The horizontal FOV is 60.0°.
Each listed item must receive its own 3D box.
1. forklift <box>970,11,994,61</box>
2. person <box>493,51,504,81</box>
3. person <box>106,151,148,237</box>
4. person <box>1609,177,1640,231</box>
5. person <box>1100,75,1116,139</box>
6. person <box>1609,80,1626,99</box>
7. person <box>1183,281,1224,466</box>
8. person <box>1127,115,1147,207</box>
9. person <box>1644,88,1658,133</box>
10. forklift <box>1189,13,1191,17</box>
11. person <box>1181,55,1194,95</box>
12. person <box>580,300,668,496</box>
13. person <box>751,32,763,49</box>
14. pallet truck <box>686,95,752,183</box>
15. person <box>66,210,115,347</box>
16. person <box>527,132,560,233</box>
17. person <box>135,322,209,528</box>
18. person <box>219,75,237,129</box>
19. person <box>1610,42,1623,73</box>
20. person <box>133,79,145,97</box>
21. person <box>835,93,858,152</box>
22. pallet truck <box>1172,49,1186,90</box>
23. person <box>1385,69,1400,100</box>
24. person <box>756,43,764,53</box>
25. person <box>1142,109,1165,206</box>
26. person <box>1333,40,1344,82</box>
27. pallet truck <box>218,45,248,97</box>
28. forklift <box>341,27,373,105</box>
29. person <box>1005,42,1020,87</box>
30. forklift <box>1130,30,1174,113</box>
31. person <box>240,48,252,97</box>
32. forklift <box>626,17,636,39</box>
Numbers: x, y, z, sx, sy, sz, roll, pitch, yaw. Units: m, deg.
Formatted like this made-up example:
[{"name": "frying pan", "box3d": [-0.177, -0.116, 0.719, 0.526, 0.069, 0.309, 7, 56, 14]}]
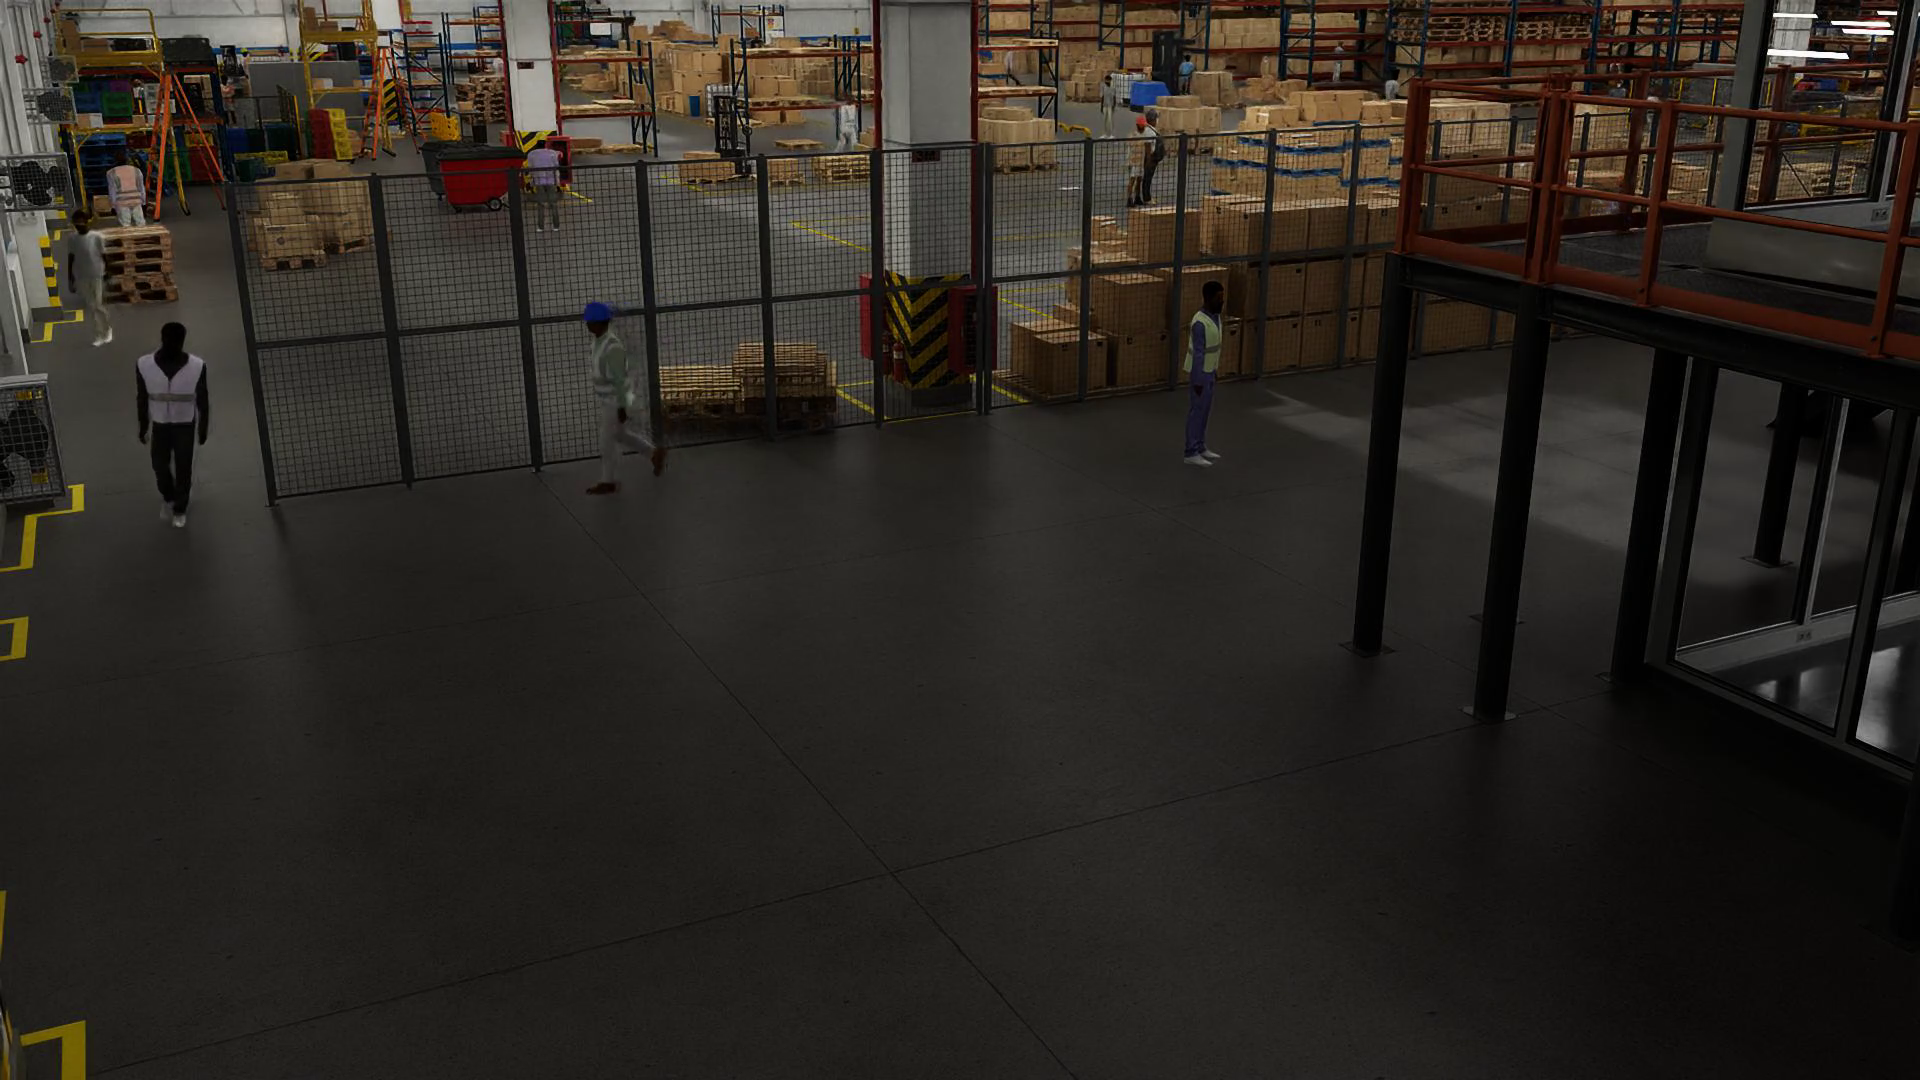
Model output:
[{"name": "forklift", "box3d": [0.665, -25.022, 83.204, 1.873, 2.768, 1.129, -9, 21, -25]}, {"name": "person", "box3d": [-17.252, -17.369, 62.441, 0.372, 1.941, 0.627, -18, 26, -41]}, {"name": "person", "box3d": [-14.747, -5.941, 29.462, 0.430, 1.844, 0.623, 17, 25, 40]}, {"name": "person", "box3d": [10.197, -4.754, 25.947, 0.902, 1.907, 0.546, 0, 19, -1]}, {"name": "person", "box3d": [4.429, -12.945, 49.742, 0.531, 1.860, 0.331, 16, 24, 38]}, {"name": "person", "box3d": [20.432, -13.529, 51.780, 0.521, 1.619, 0.457, 2, 19, 7]}, {"name": "person", "box3d": [2.501, -1.718, 17.122, 0.383, 1.914, 0.596, 8, 21, 22]}, {"name": "person", "box3d": [3.835, -8.130, 35.666, 0.550, 1.933, 0.378, -16, 25, -39]}, {"name": "person", "box3d": [19.908, -12.253, 48.119, 0.535, 1.592, 0.760, -9, 21, -24]}, {"name": "forklift", "box3d": [10.532, -23.760, 79.546, 1.129, 2.768, 1.873, -9, 21, -25]}, {"name": "person", "box3d": [8.867, -18.080, 64.910, 0.537, 1.675, 0.755, 1, 19, 2]}, {"name": "person", "box3d": [-3.298, -1.412, 16.224, 0.805, 1.919, 0.622, -10, 21, -26]}, {"name": "person", "box3d": [-9.605, -23.024, 78.748, 0.608, 1.996, 0.382, -3, 19, -8]}, {"name": "pallet truck", "box3d": [-5.836, -9.608, 39.856, 0.823, 1.965, 1.885, 10, 22, 27]}, {"name": "person", "box3d": [-11.763, -3.527, 22.454, 0.559, 1.845, 0.421, 0, 19, 0]}, {"name": "person", "box3d": [-8.038, -6.915, 32.178, 0.584, 1.918, 0.407, -7, 20, -19]}, {"name": "person", "box3d": [-7.175, -1.056, 15.218, 0.643, 1.893, 0.431, -7, 20, -19]}, {"name": "person", "box3d": [-23.167, -13.835, 52.561, 0.540, 1.696, 0.317, 3, 19, 8]}, {"name": "person", "box3d": [30.789, -22.712, 78.167, 0.998, 1.789, 0.618, -8, 21, -22]}, {"name": "person", "box3d": [-25.349, -13.407, 51.422, 0.523, 1.631, 0.323, 6, 20, 17]}, {"name": "person", "box3d": [-2.961, -10.690, 43.244, 0.969, 1.843, 0.589, 13, 23, 34]}, {"name": "pallet truck", "box3d": [9.045, -19.971, 69.895, 0.823, 1.965, 1.885, -3, 19, -8]}, {"name": "person", "box3d": [13.297, -13.548, 51.350, 0.562, 1.944, 0.627, -9, 21, -25]}, {"name": "person", "box3d": [-8.286, -19.738, 69.307, 0.371, 1.941, 0.627, 6, 20, 16]}, {"name": "person", "box3d": [4.145, -8.253, 35.862, 0.539, 2.000, 0.688, 3, 19, 8]}, {"name": "person", "box3d": [16.240, -20.448, 71.373, 0.372, 1.936, 0.629, -4, 19, -10]}, {"name": "pallet truck", "box3d": [-28.879, -18.665, 66.111, 0.823, 1.965, 1.885, -3, 19, -9]}, {"name": "forklift", "box3d": [-22.275, -17.346, 60.954, 1.873, 2.768, 1.129, -9, 21, -25]}, {"name": "person", "box3d": [2.103, -19.990, 70.074, 0.723, 1.919, 0.561, 4, 20, 13]}, {"name": "forklift", "box3d": [7.011, -16.338, 58.030, 1.873, 2.768, 1.129, -9, 21, -25]}, {"name": "person", "box3d": [-27.840, -18.254, 65.041, 0.388, 1.916, 0.585, -4, 19, -11]}, {"name": "forklift", "box3d": [-14.417, -21.531, 73.084, 1.873, 2.768, 1.129, -4, 19, -11]}]
